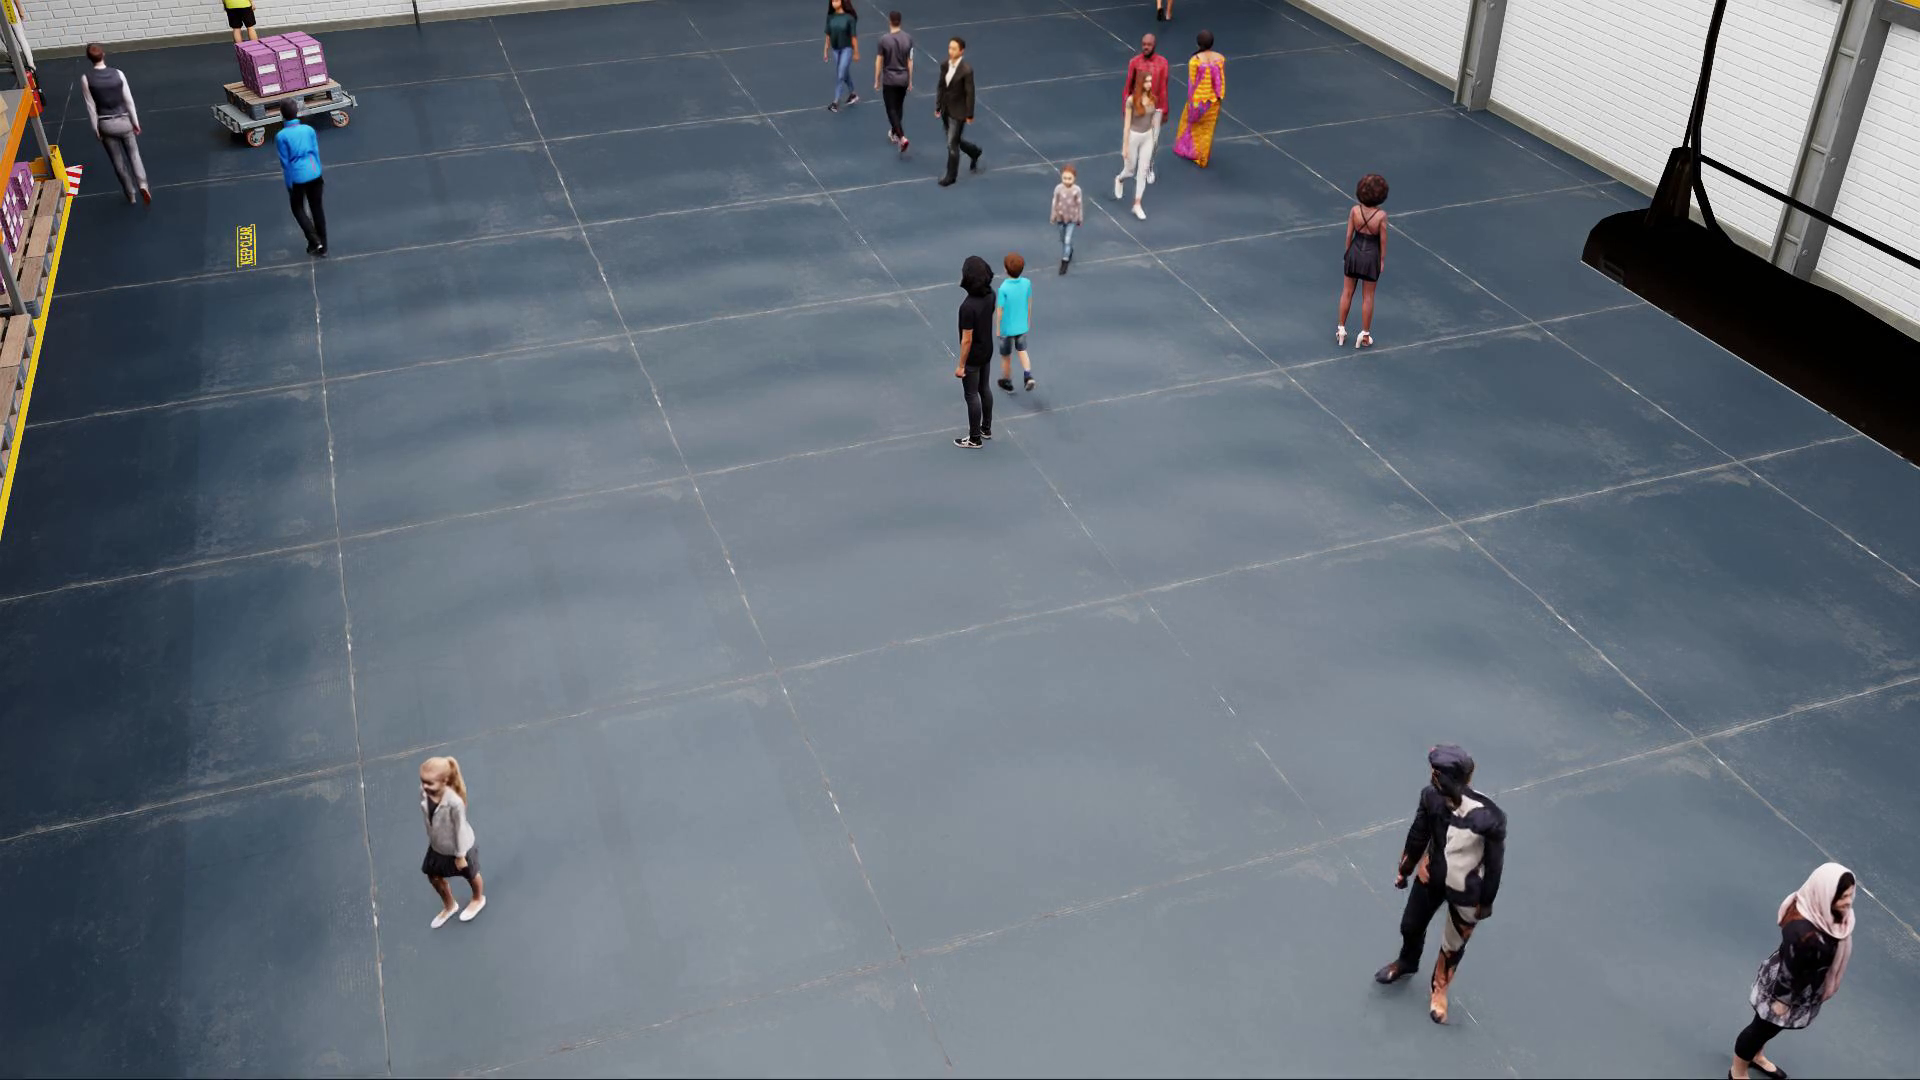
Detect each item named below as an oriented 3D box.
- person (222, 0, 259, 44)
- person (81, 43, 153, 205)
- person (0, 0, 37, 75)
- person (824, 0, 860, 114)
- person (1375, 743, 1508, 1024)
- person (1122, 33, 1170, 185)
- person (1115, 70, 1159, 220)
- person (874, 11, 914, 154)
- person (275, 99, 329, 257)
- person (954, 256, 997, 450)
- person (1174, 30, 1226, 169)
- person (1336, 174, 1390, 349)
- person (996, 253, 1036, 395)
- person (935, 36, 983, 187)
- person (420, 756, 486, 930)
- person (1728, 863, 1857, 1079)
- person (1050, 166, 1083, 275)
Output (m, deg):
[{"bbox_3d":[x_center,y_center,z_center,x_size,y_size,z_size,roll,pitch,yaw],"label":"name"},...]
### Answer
[{"bbox_3d":[-10.515,-7.832,24.205,0.689,1.708,0.654,0,34,0],"label":"person"},{"bbox_3d":[-9.893,-4.834,19.507,0.777,1.916,1.010,-19,38,-26],"label":"person"},{"bbox_3d":[-13.628,-7.507,23.750,0.654,1.671,0.640,-24,40,-31],"label":"person"},{"bbox_3d":[-1.556,-6.626,22.510,1.063,1.576,1.105,16,37,22],"label":"person"},{"bbox_3d":[2.778,1.951,9.348,0.742,1.863,0.867,14,36,20],"label":"person"},{"bbox_3d":[2.292,-5.311,20.323,0.853,1.808,0.886,7,34,11],"label":"person"},{"bbox_3d":[2.042,-4.652,19.419,0.579,1.711,0.889,-12,35,-18],"label":"person"},{"bbox_3d":[-0.799,-5.780,21.093,0.676,1.735,1.108,-14,36,-20],"label":"person"},{"bbox_3d":[-7.171,-3.949,18.294,0.717,1.785,0.747,-27,42,-34],"label":"person"},{"bbox_3d":[0.148,-1.681,14.836,0.739,1.836,0.710,19,38,26],"label":"person"},{"bbox_3d":[3.059,-5.502,20.751,0.699,1.651,0.853,-8,34,-11],"label":"person"},{"bbox_3d":[3.996,-2.759,16.500,0.652,1.788,0.719,16,37,23],"label":"person"},{"bbox_3d":[0.546,-2.015,15.692,0.586,1.444,0.734,-17,37,-23],"label":"person"},{"bbox_3d":[0.002,-5.249,20.255,0.976,1.779,1.075,-26,42,-34],"label":"person"},{"bbox_3d":[-3.058,1.791,10.128,0.676,1.266,0.735,18,37,24],"label":"person"},{"bbox_3d":[4.486,2.350,8.952,0.724,1.636,0.741,-27,42,-34],"label":"person"},{"bbox_3d":[1.183,-3.553,18.243,0.790,1.182,0.893,11,35,16],"label":"person"}]
